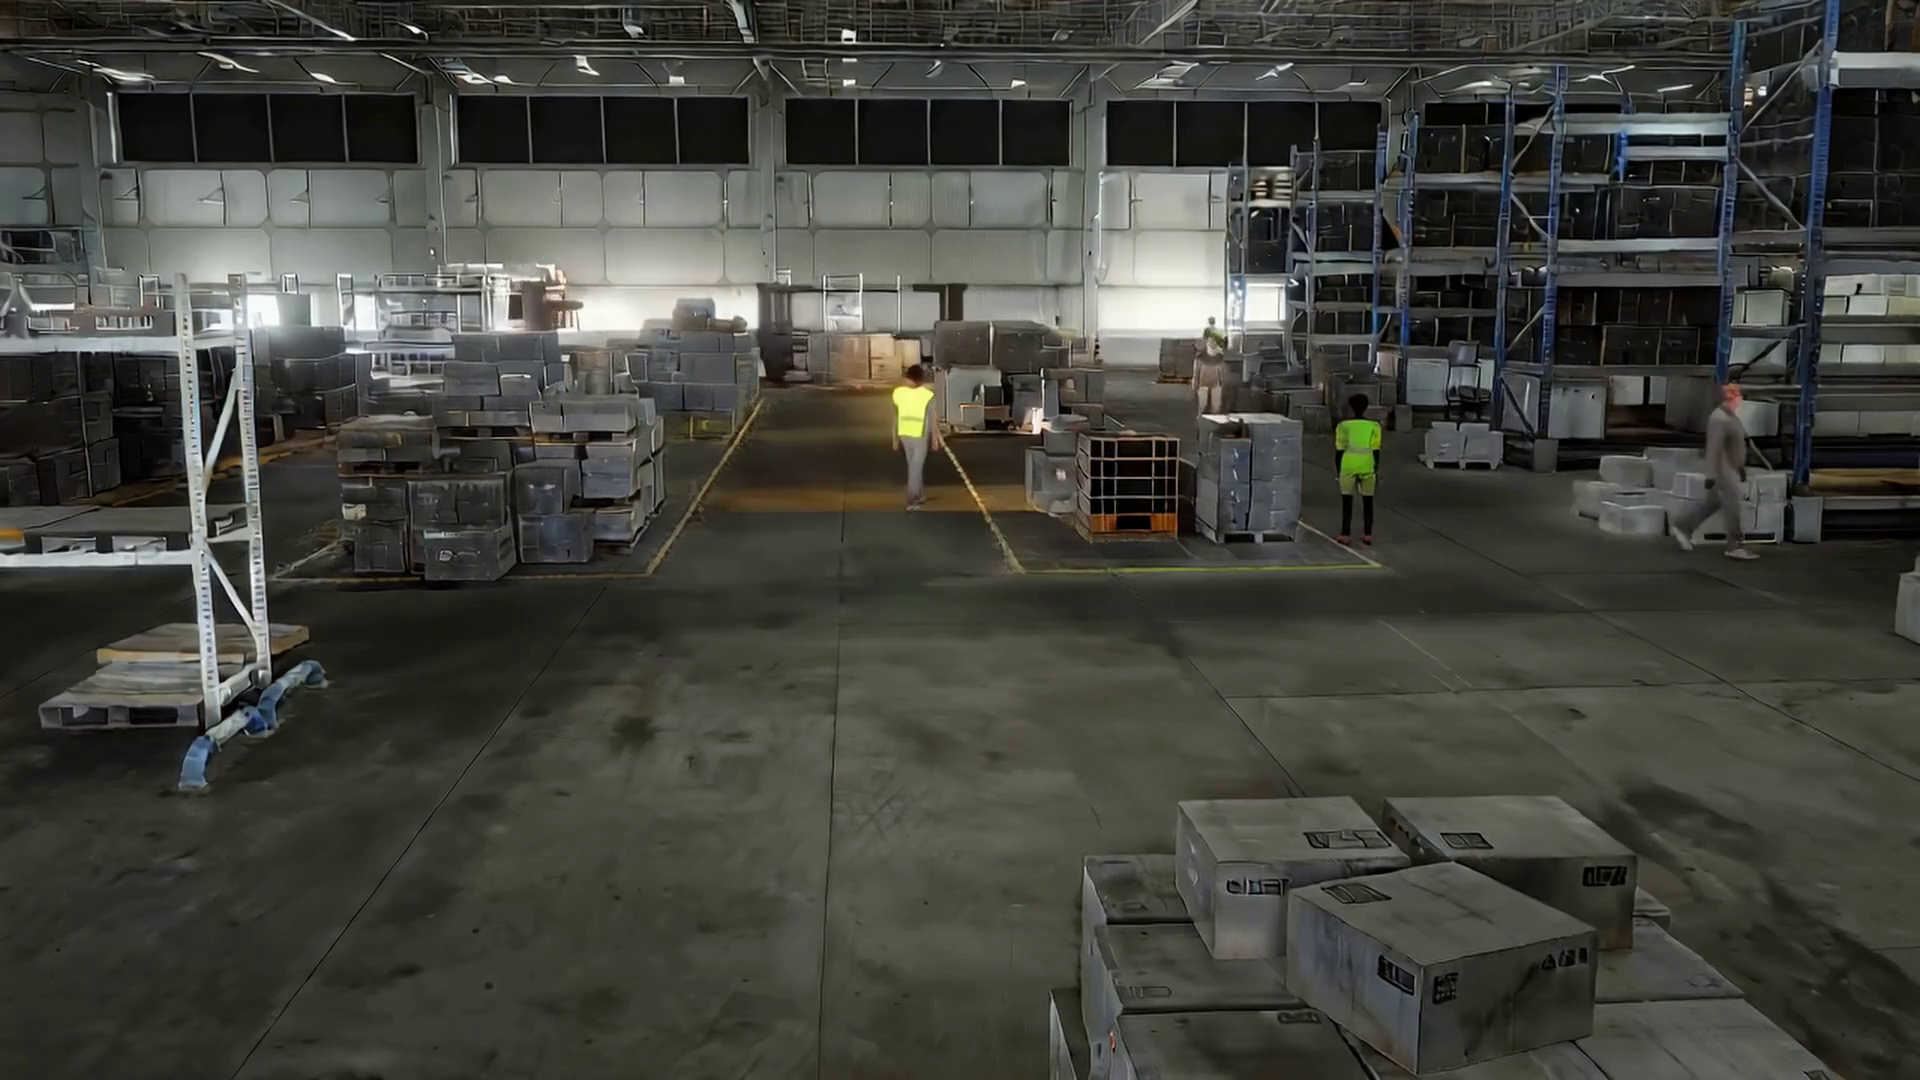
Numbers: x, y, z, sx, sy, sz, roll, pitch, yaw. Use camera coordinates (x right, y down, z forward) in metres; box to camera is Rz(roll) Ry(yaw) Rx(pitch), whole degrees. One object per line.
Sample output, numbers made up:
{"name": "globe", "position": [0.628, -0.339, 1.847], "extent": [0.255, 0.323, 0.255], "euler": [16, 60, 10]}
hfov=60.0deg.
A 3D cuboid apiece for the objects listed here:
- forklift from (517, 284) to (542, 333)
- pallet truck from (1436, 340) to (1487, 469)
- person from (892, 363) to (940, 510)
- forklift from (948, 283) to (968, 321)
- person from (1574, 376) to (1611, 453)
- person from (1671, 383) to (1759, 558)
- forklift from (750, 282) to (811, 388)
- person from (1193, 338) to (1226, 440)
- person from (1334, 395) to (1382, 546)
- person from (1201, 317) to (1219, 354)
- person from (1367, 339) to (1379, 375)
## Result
{"name": "forklift", "position": [-9.394, -4.225, 36.556], "extent": [1.873, 2.768, 1.129], "euler": [-1, 9, -4]}
{"name": "pallet truck", "position": [8.004, -2.170, 26.422], "extent": [0.823, 1.965, 1.885], "euler": [2, 9, 14]}
{"name": "person", "position": [-0.528, -1.345, 21.555], "extent": [0.620, 1.890, 0.738], "euler": [4, 10, 25]}
{"name": "forklift", "position": [-0.075, -4.714, 39.627], "extent": [1.873, 2.768, 1.129], "euler": [-1, 9, -4]}
{"name": "person", "position": [10.759, -2.433, 28.243], "extent": [0.663, 1.940, 0.622], "euler": [-1, 9, -7]}
{"name": "person", "position": [8.215, -0.766, 18.009], "extent": [0.885, 1.874, 0.644], "euler": [6, 11, 34]}
{"name": "forklift", "position": [-5.115, -5.539, 44.809], "extent": [1.873, 2.768, 1.129], "euler": [3, 10, 21]}
{"name": "person", "position": [4.541, -2.707, 30.159], "extent": [0.666, 1.871, 1.048], "euler": [-2, 9, -13]}
{"name": "person", "position": [4.445, -0.777, 18.613], "extent": [0.540, 1.696, 0.316], "euler": [-1, 9, -5]}
{"name": "person", "position": [6.543, -4.855, 43.450], "extent": [0.462, 1.954, 0.638], "euler": [-2, 9, -11]}
{"name": "person", "position": [9.388, -3.713, 37.314], "extent": [0.672, 1.611, 0.543], "euler": [0, 9, 3]}
